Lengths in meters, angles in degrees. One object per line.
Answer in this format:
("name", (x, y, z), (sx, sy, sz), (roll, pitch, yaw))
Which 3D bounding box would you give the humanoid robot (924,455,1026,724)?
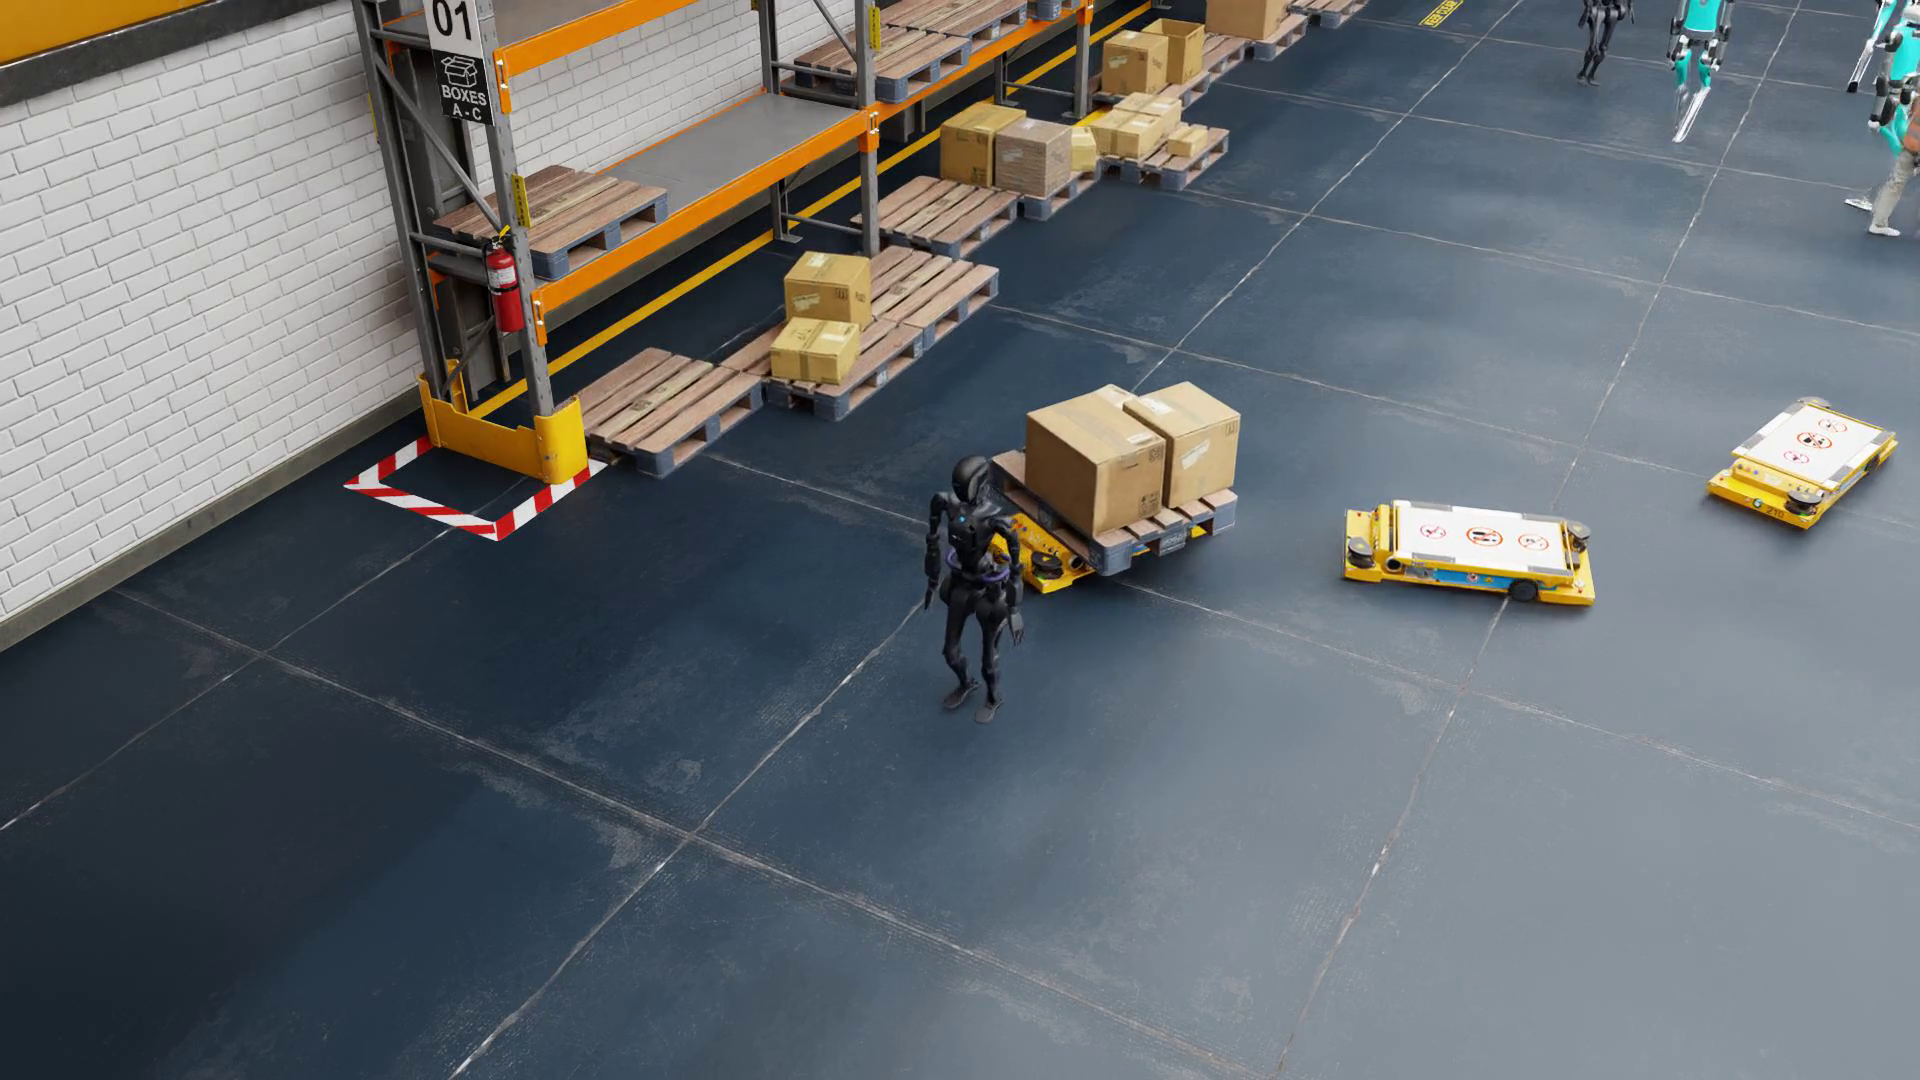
("humanoid robot", (0.097, 0.255, 8.497), (0.603, 1.641, 0.386), (19, 38, 26))

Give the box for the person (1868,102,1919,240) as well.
("person", (8.156, -3.271, 13.867), (0.689, 1.617, 0.513), (5, 34, 8))

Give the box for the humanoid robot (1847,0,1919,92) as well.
("humanoid robot", (9.622, -5.486, 17.186), (0.560, 1.842, 0.852), (28, 43, 36))

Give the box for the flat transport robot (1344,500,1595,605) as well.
("flat transport robot", (3.065, 0.066, 10.048), (1.431, 0.231, 0.659), (7, 34, 10))

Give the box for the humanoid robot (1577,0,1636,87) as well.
("humanoid robot", (6.723, -5.541, 17.255), (0.590, 1.651, 0.357), (-6, 34, -9))

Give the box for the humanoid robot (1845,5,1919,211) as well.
("humanoid robot", (8.173, -3.655, 14.315), (0.531, 1.762, 0.672), (-20, 38, -28))

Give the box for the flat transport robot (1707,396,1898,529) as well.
("flat transport robot", (5.569, -0.527, 10.946), (1.431, 0.231, 0.659), (-28, 43, -35))

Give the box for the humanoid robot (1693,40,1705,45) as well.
("humanoid robot", (8.414, -6.386, 18.532), (0.599, 1.645, 0.434), (26, 41, 33))

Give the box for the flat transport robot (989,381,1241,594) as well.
("flat transport robot", (0.914, -0.107, 10.310), (1.431, 0.231, 0.659), (-20, 38, -27))

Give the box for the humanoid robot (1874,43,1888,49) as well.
("humanoid robot", (10.636, -6.081, 18.031), (0.552, 1.765, 0.963), (-28, 42, -35))

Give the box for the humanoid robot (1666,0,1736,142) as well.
("humanoid robot", (7.077, -4.642, 15.929), (0.542, 1.895, 0.772), (21, 39, 28))
